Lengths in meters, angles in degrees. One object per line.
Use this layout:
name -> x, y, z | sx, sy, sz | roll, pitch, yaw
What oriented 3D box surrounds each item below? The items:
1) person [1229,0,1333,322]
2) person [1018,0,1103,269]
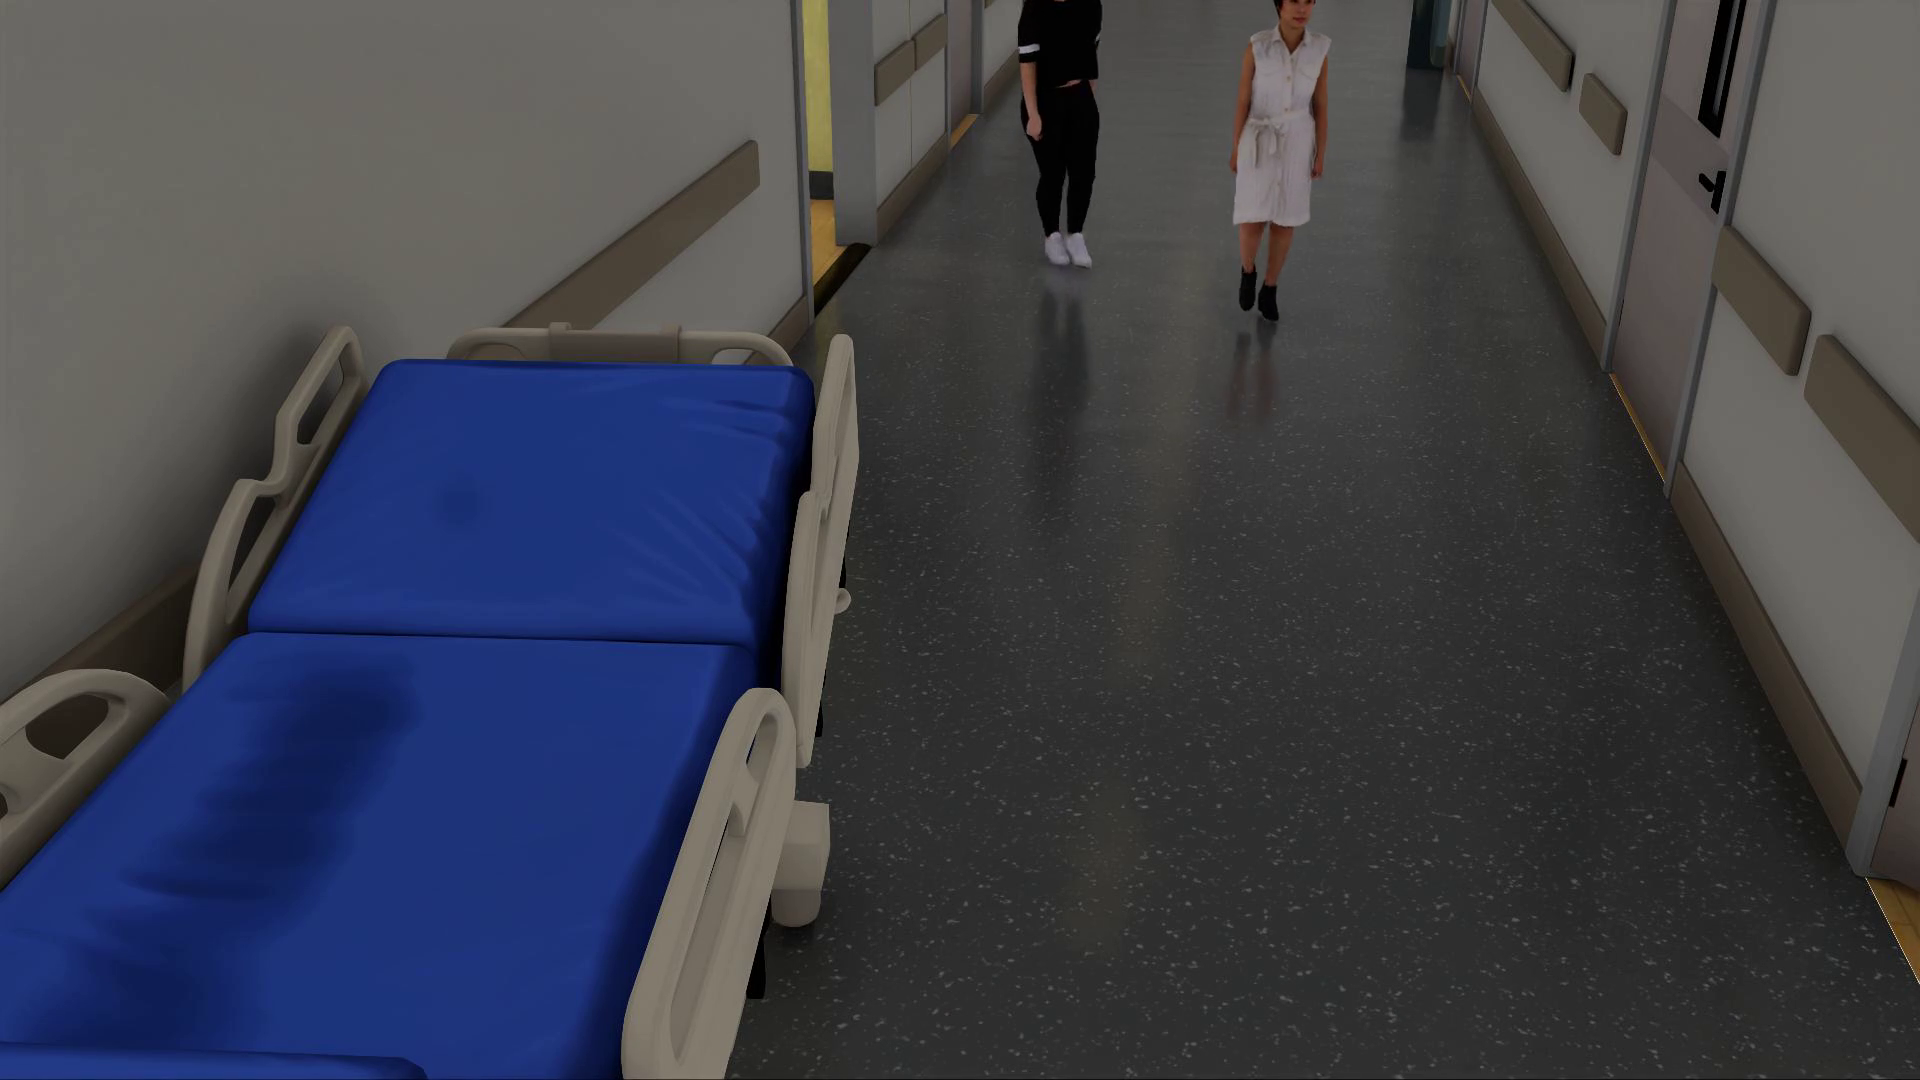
person -> 1.390, -1.740, 7.396 | 0.616, 1.540, 0.685 | -1, 26, -3
person -> 0.478, -2.100, 8.079 | 0.758, 1.595, 0.830 | -17, 30, -31
